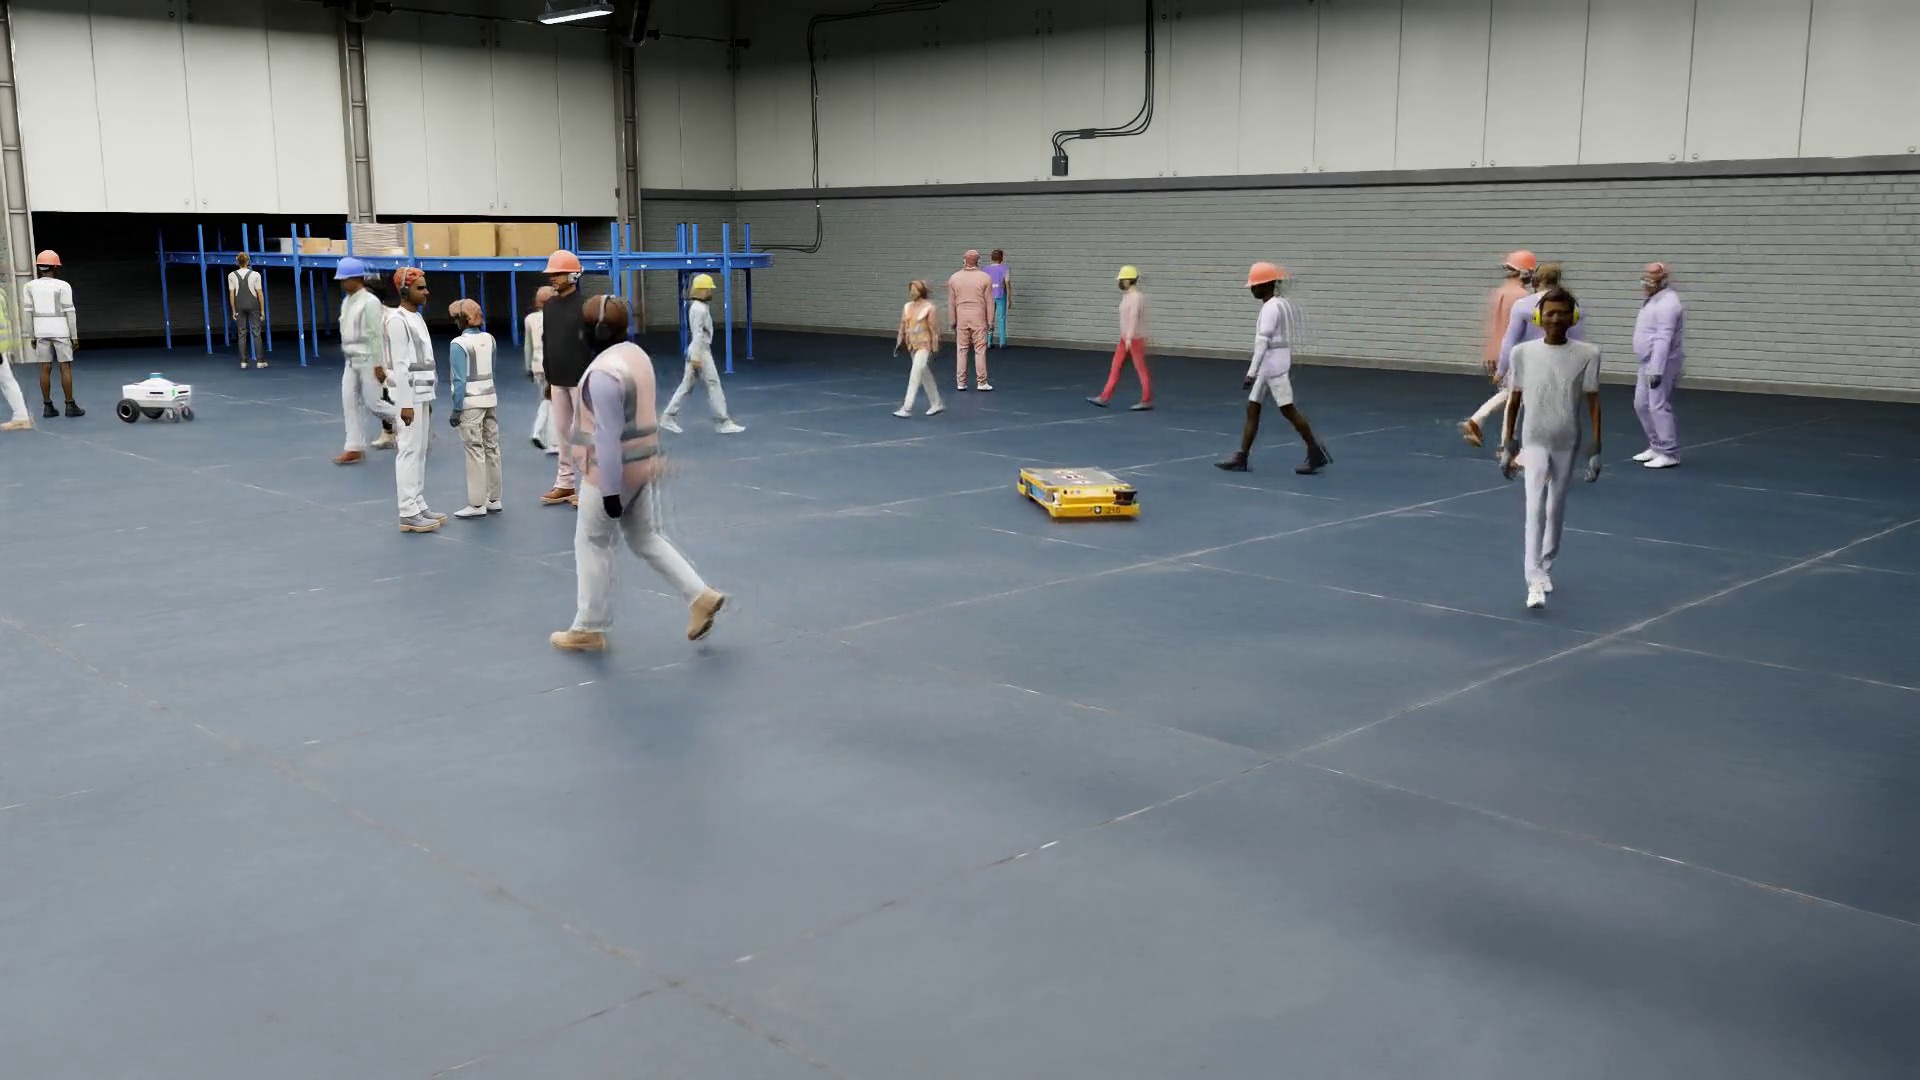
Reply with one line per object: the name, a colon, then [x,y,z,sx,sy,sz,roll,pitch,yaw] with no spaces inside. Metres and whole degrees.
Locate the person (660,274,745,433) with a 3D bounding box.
person: [-2.812,-1.991,17.812,0.891,1.702,0.509,-3,11,-13]

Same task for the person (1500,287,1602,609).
person: [3.406,-0.536,9.563,0.545,1.818,0.968,3,11,16]

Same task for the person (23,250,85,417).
person: [-10.622,-2.419,19.502,0.551,1.934,0.373,-1,10,-3]

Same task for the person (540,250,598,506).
person: [-3.050,-1.261,13.029,0.613,1.995,0.391,7,13,34]

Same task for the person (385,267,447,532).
person: [-3.942,-1.019,12.009,0.340,1.882,0.586,-1,10,-5]

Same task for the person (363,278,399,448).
person: [-5.759,-1.755,16.548,0.553,1.683,0.368,9,14,41]

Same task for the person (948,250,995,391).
person: [0.177,-2.992,22.691,0.651,1.913,0.410,4,11,19]

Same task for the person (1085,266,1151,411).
person: [1.948,-2.425,20.077,0.852,1.724,0.548,-2,11,-13]

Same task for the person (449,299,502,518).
person: [-3.657,-0.992,12.537,0.309,1.638,0.513,3,11,16]

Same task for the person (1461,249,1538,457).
person: [5.227,-1.782,15.913,0.571,1.975,0.613,-1,10,-7]

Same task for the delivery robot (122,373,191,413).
delivery robot: [-9.211,-1.675,19.079,0.707,0.478,0.477,2,11,12]

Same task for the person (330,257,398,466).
person: [-5.486,-1.674,15.520,0.613,1.916,0.804,10,14,43]

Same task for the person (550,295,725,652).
person: [-1.672,-0.336,8.477,0.824,1.819,0.617,2,11,11]

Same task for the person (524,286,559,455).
person: [-3.963,-1.642,16.134,0.522,1.626,0.375,6,12,28]

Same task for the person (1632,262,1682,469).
person: [6.366,-1.586,15.141,0.502,1.870,0.667,1,10,6]

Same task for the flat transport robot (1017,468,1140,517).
flat transport robot: [0.912,-0.394,13.124,0.652,0.197,1.431,-2,11,-10]

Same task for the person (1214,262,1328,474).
person: [2.846,-1.530,14.862,1.003,1.887,0.560,2,11,9]

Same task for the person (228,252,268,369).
person: [-11.367,-3.665,26.547,0.508,1.847,0.345,-2,11,-11]

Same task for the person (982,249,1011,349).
person: [0.683,-4.507,31.135,0.570,1.844,0.379,4,11,23]

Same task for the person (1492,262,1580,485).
person: [5.032,-1.441,14.331,0.637,1.895,1.010,-4,11,-20]

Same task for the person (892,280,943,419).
person: [-0.481,-2.229,19.422,0.876,1.593,0.515,-8,13,-39]

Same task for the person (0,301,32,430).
person: [-10.616,-2.068,17.962,0.955,1.793,0.623,-4,11,-23]
